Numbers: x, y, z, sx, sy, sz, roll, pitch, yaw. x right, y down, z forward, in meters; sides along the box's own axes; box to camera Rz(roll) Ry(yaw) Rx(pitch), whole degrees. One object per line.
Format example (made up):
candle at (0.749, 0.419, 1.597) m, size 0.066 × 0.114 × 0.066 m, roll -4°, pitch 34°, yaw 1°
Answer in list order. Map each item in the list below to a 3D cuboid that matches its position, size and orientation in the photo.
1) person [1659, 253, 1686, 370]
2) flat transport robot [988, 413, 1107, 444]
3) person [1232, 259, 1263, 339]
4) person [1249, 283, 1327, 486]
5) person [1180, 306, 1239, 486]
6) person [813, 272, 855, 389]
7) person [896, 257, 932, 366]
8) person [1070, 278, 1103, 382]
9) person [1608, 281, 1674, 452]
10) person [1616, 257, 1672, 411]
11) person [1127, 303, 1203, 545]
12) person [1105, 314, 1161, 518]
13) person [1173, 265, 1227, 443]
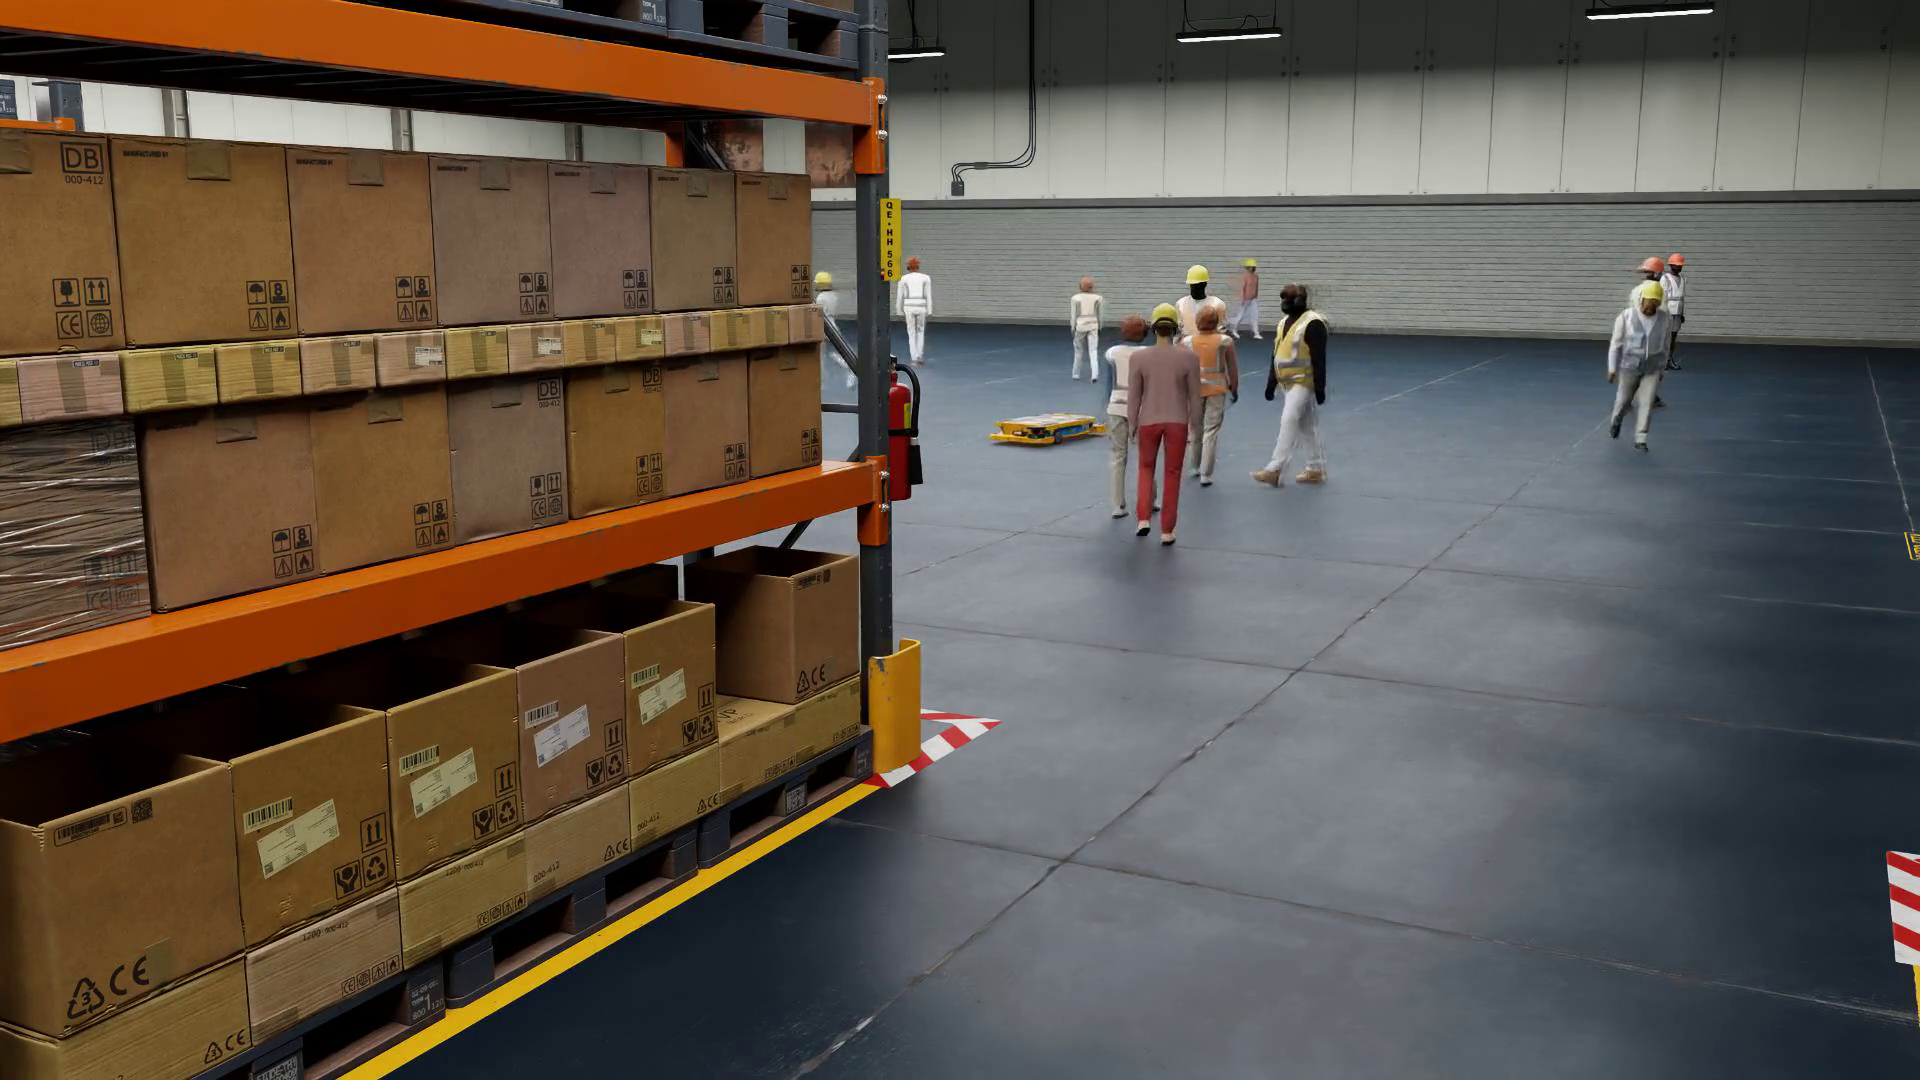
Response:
person at (11.881, -3.797, 27.729) m, size 0.552 × 1.935 × 0.368 m, roll -4°, pitch 11°, yaw -22°
flat transport robot at (0.978, -1.238, 18.319) m, size 0.652 × 0.197 × 1.431 m, roll 7°, pitch 12°, yaw 34°
person at (6.280, -5.263, 36.269) m, size 0.528 × 1.730 × 0.880 m, roll -6°, pitch 12°, yaw -29°
person at (2.936, -1.388, 14.961) m, size 0.902 × 1.801 × 0.643 m, roll -3°, pitch 11°, yaw -16°
person at (2.259, -1.315, 15.123) m, size 0.524 × 1.595 × 0.830 m, roll 3°, pitch 11°, yaw 17°
person at (-1.891, -3.044, 24.219) m, size 0.685 × 1.719 × 0.485 m, roll 6°, pitch 12°, yaw 30°
person at (-0.808, -3.953, 28.783) m, size 0.601 × 1.856 × 0.808 m, roll -2°, pitch 11°, yaw -9°
person at (1.950, -3.242, 25.639) m, size 0.530 × 1.595 × 0.838 m, roll -1°, pitch 10°, yaw -6°
person at (7.133, -1.842, 17.510) m, size 0.609 × 1.787 × 0.814 m, roll 2°, pitch 11°, yaw 10°
person at (8.790, -2.626, 21.262) m, size 0.861 × 1.969 × 0.636 m, roll -2°, pitch 11°, yaw -12°
person at (1.495, -0.844, 12.155) m, size 0.543 × 1.752 × 0.491 m, roll 3°, pitch 11°, yaw 13°
person at (1.396, -0.997, 13.368) m, size 0.504 × 1.610 × 0.701 m, roll 5°, pitch 11°, yaw 24°
person at (2.536, -1.964, 17.770) m, size 0.594 × 1.922 × 0.385 m, roll 6°, pitch 12°, yaw 31°
